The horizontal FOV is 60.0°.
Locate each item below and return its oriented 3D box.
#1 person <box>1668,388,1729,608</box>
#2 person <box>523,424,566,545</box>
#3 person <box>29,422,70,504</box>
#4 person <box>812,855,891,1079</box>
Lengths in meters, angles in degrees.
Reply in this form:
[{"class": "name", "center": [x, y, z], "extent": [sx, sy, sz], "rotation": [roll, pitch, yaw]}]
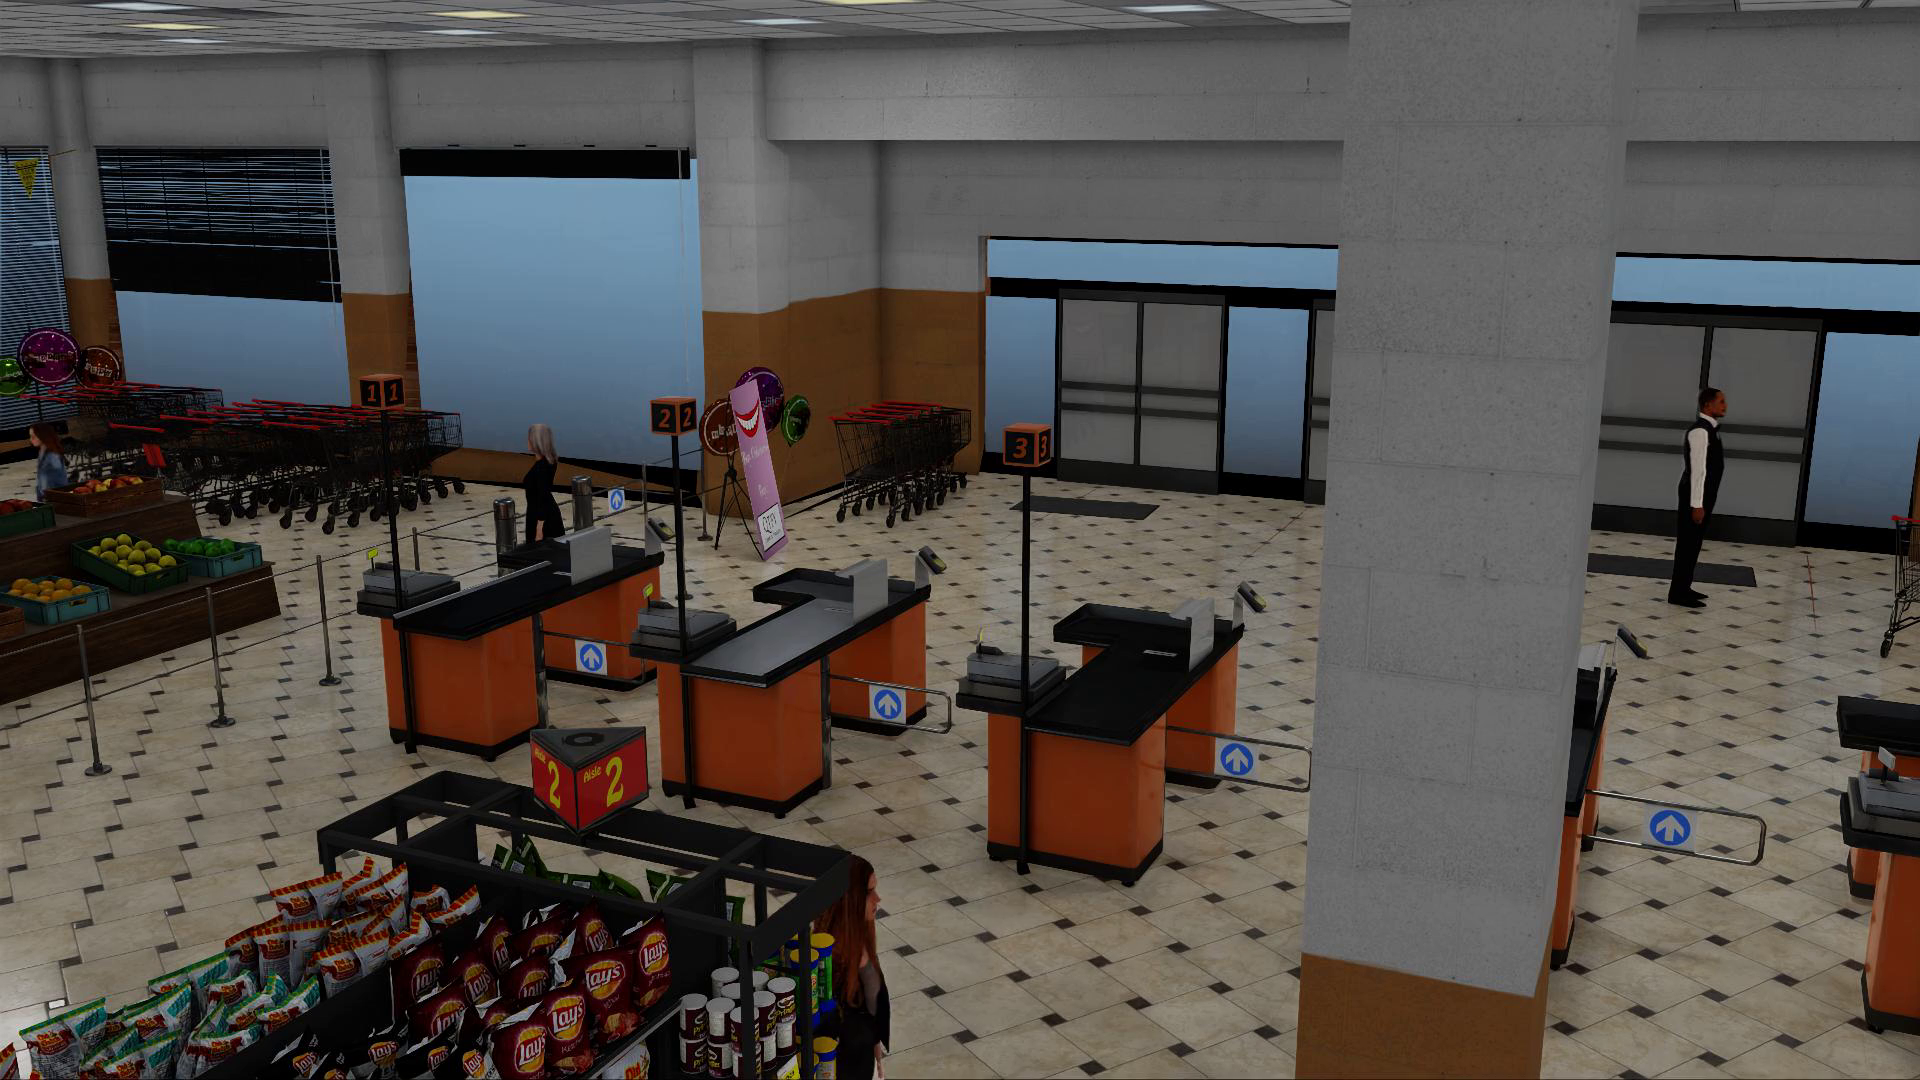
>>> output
[{"class": "person", "center": [6.481, -0.387, 14.630], "extent": [0.751, 1.917, 0.499], "rotation": [7, 15, 26]}, {"class": "person", "center": [-3.463, -0.114, 13.863], "extent": [0.760, 1.747, 0.675], "rotation": [-2, 14, -10]}, {"class": "person", "center": [-8.396, -0.386, 15.613], "extent": [1.098, 1.451, 0.848], "rotation": [-12, 18, -40]}, {"class": "person", "center": [-0.477, 1.883, 5.756], "extent": [0.666, 1.688, 0.691], "rotation": [7, 15, 25]}]
